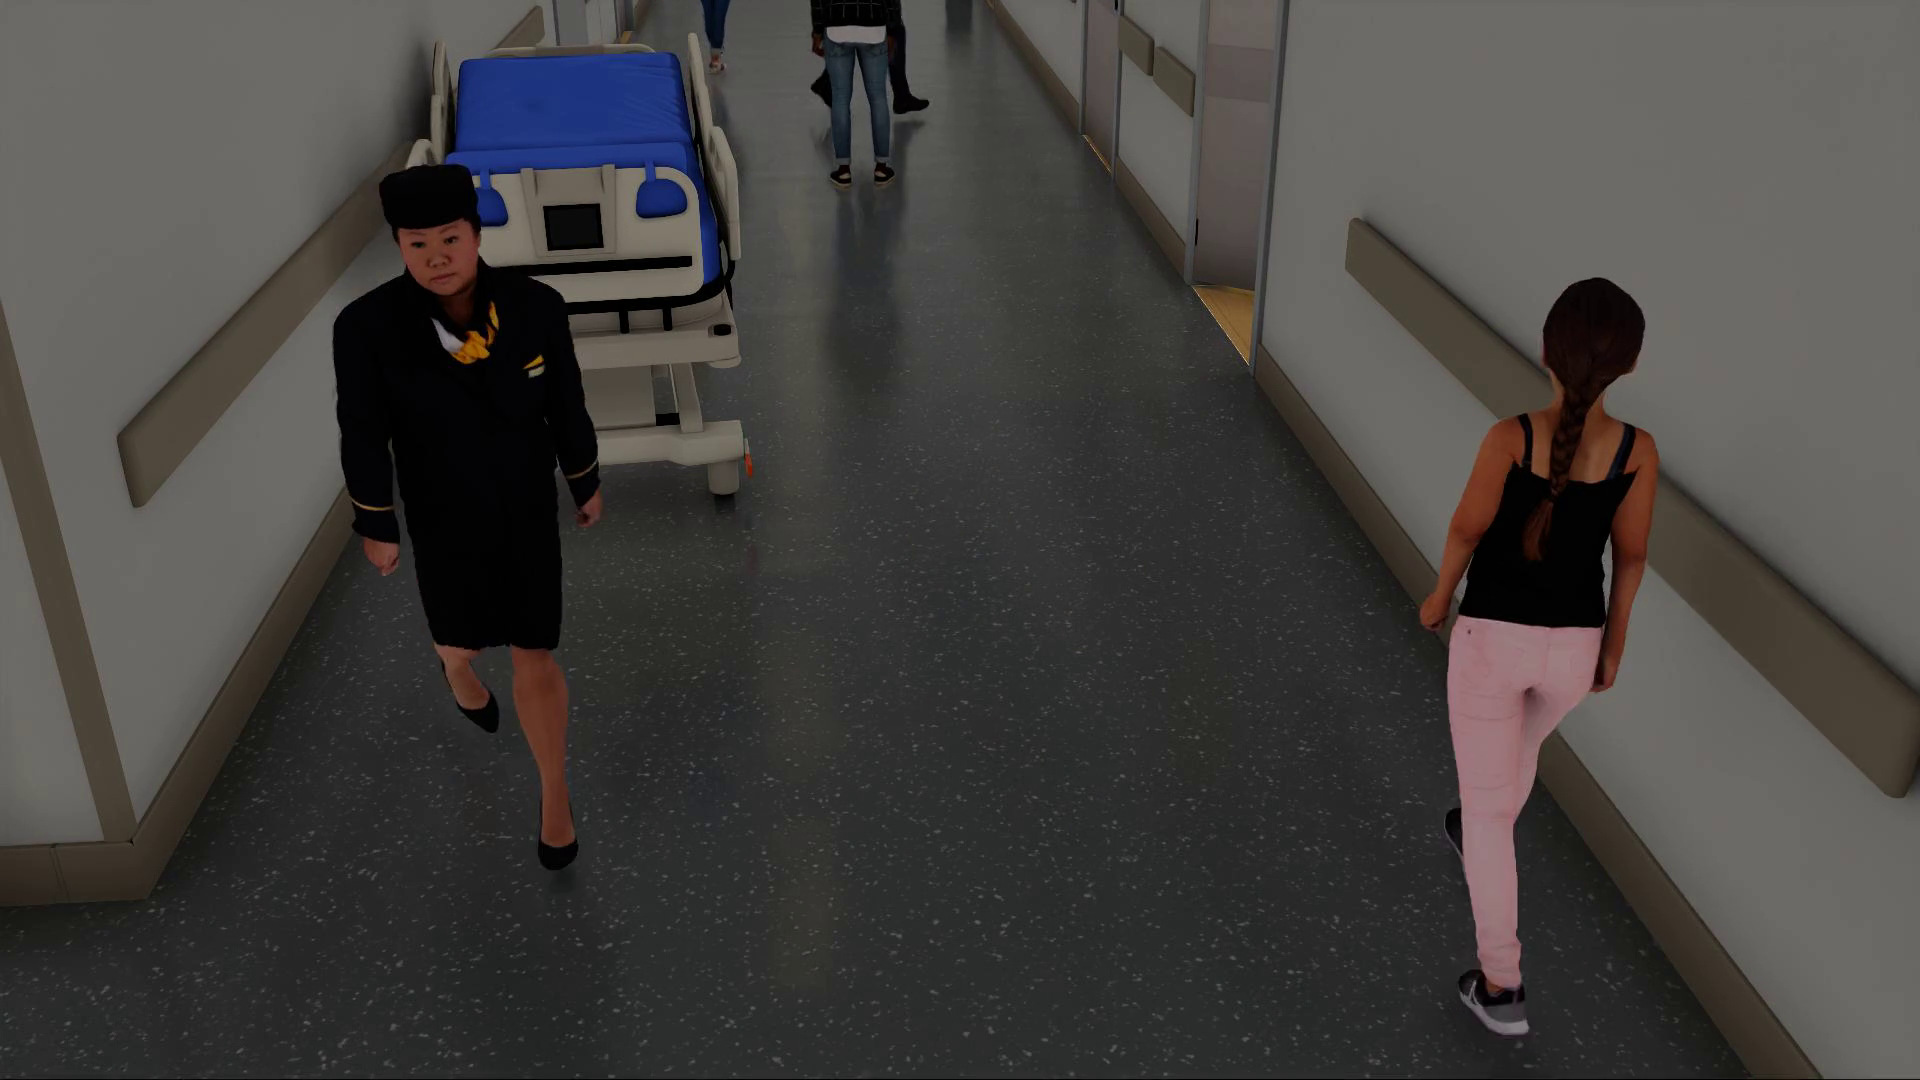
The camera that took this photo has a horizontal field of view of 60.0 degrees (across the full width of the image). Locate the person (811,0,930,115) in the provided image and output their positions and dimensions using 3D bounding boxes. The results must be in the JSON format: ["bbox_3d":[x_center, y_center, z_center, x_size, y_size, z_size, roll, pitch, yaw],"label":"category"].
[{"bbox_3d":[-0.697,-3.913,11.638,1.220,1.857,1.061,-13,28,-24],"label":"person"}]

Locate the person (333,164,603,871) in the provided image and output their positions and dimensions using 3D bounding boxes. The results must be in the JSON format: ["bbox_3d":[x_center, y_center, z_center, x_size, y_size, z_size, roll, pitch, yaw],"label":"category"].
[{"bbox_3d":[-1.150,-0.079,3.946,1.117,1.633,0.999,-12,28,-23],"label":"person"}]

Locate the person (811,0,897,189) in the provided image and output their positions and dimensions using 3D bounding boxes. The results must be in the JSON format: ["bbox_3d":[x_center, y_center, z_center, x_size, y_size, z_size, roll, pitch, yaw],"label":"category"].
[{"bbox_3d":[-0.623,-3.020,9.830,0.485,1.819,0.714,-3,26,-6],"label":"person"}]

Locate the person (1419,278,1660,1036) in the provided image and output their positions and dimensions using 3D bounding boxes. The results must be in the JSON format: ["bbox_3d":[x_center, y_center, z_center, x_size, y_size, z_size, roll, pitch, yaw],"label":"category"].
[{"bbox_3d":[1.147,0.268,3.347,0.969,1.527,0.609,-1,26,-1],"label":"person"}]
